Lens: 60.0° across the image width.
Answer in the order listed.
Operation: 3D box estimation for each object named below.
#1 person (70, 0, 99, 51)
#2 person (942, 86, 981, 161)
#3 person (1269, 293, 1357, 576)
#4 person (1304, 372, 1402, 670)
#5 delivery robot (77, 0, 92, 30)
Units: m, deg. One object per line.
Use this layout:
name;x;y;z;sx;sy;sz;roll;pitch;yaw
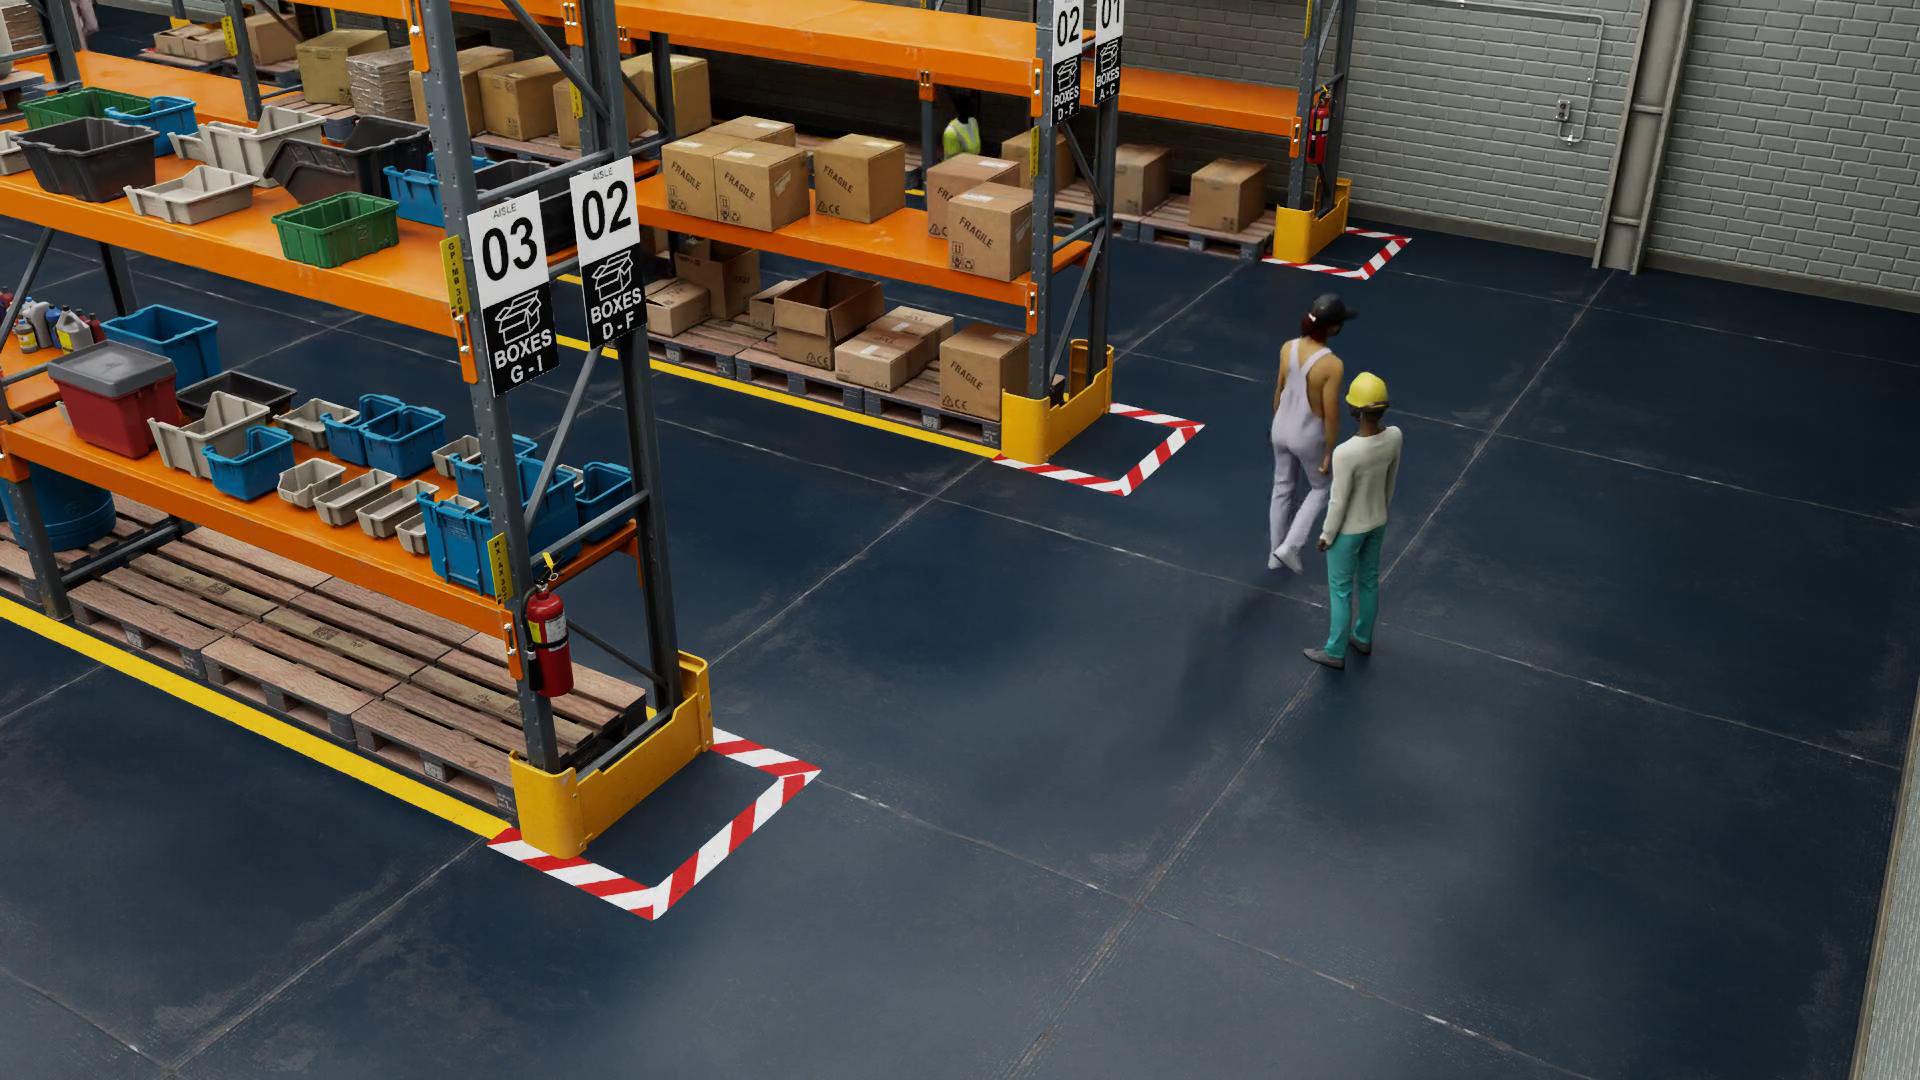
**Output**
person;-11.579;-7.061;21.692;0.555;1.830;0.570;25;37;37
person;-0.040;-3.273;15.049;0.547;1.679;0.538;14;32;23
person;2.113;-0.638;10.157;0.456;1.845;0.537;-26;38;-38
person;2.195;-0.101;9.277;0.533;1.765;0.315;-20;35;-32
delivery robot;-12.917;-7.660;24.080;0.525;0.590;0.762;3;29;6
